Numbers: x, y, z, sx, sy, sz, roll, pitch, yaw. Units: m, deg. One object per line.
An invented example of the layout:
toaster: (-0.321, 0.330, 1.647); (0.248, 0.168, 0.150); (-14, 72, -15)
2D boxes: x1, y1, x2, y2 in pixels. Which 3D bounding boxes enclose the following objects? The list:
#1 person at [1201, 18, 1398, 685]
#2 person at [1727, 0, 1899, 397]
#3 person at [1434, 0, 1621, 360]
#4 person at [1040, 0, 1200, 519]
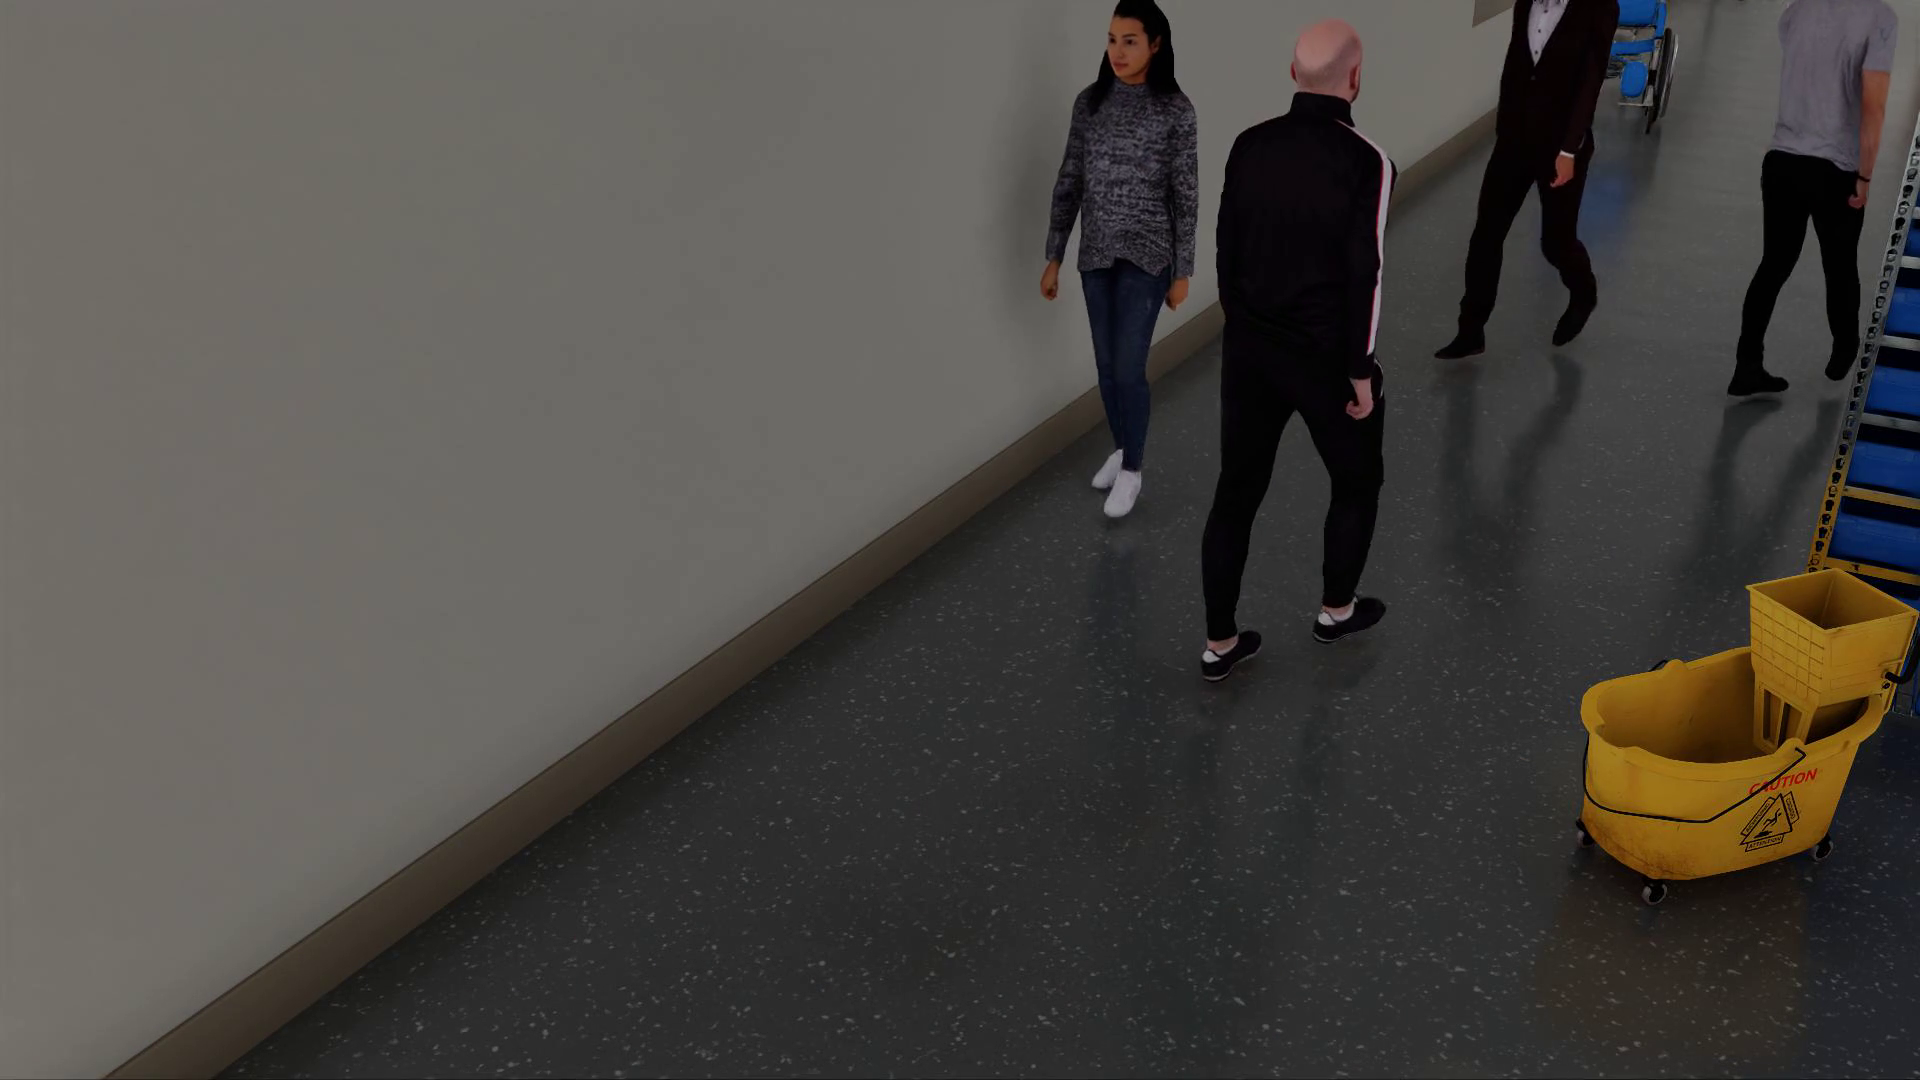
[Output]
person: (0.838, -0.422, 4.453); (0.888, 1.808, 0.858); (20, 32, 35)
person: (3.294, -1.439, 6.541); (1.043, 1.828, 1.067); (-13, 29, -25)
person: (2.510, -1.665, 6.995); (0.970, 1.840, 1.183); (-21, 33, -36)
person: (0.610, -0.972, 5.708); (0.664, 1.710, 0.707); (17, 31, 31)
